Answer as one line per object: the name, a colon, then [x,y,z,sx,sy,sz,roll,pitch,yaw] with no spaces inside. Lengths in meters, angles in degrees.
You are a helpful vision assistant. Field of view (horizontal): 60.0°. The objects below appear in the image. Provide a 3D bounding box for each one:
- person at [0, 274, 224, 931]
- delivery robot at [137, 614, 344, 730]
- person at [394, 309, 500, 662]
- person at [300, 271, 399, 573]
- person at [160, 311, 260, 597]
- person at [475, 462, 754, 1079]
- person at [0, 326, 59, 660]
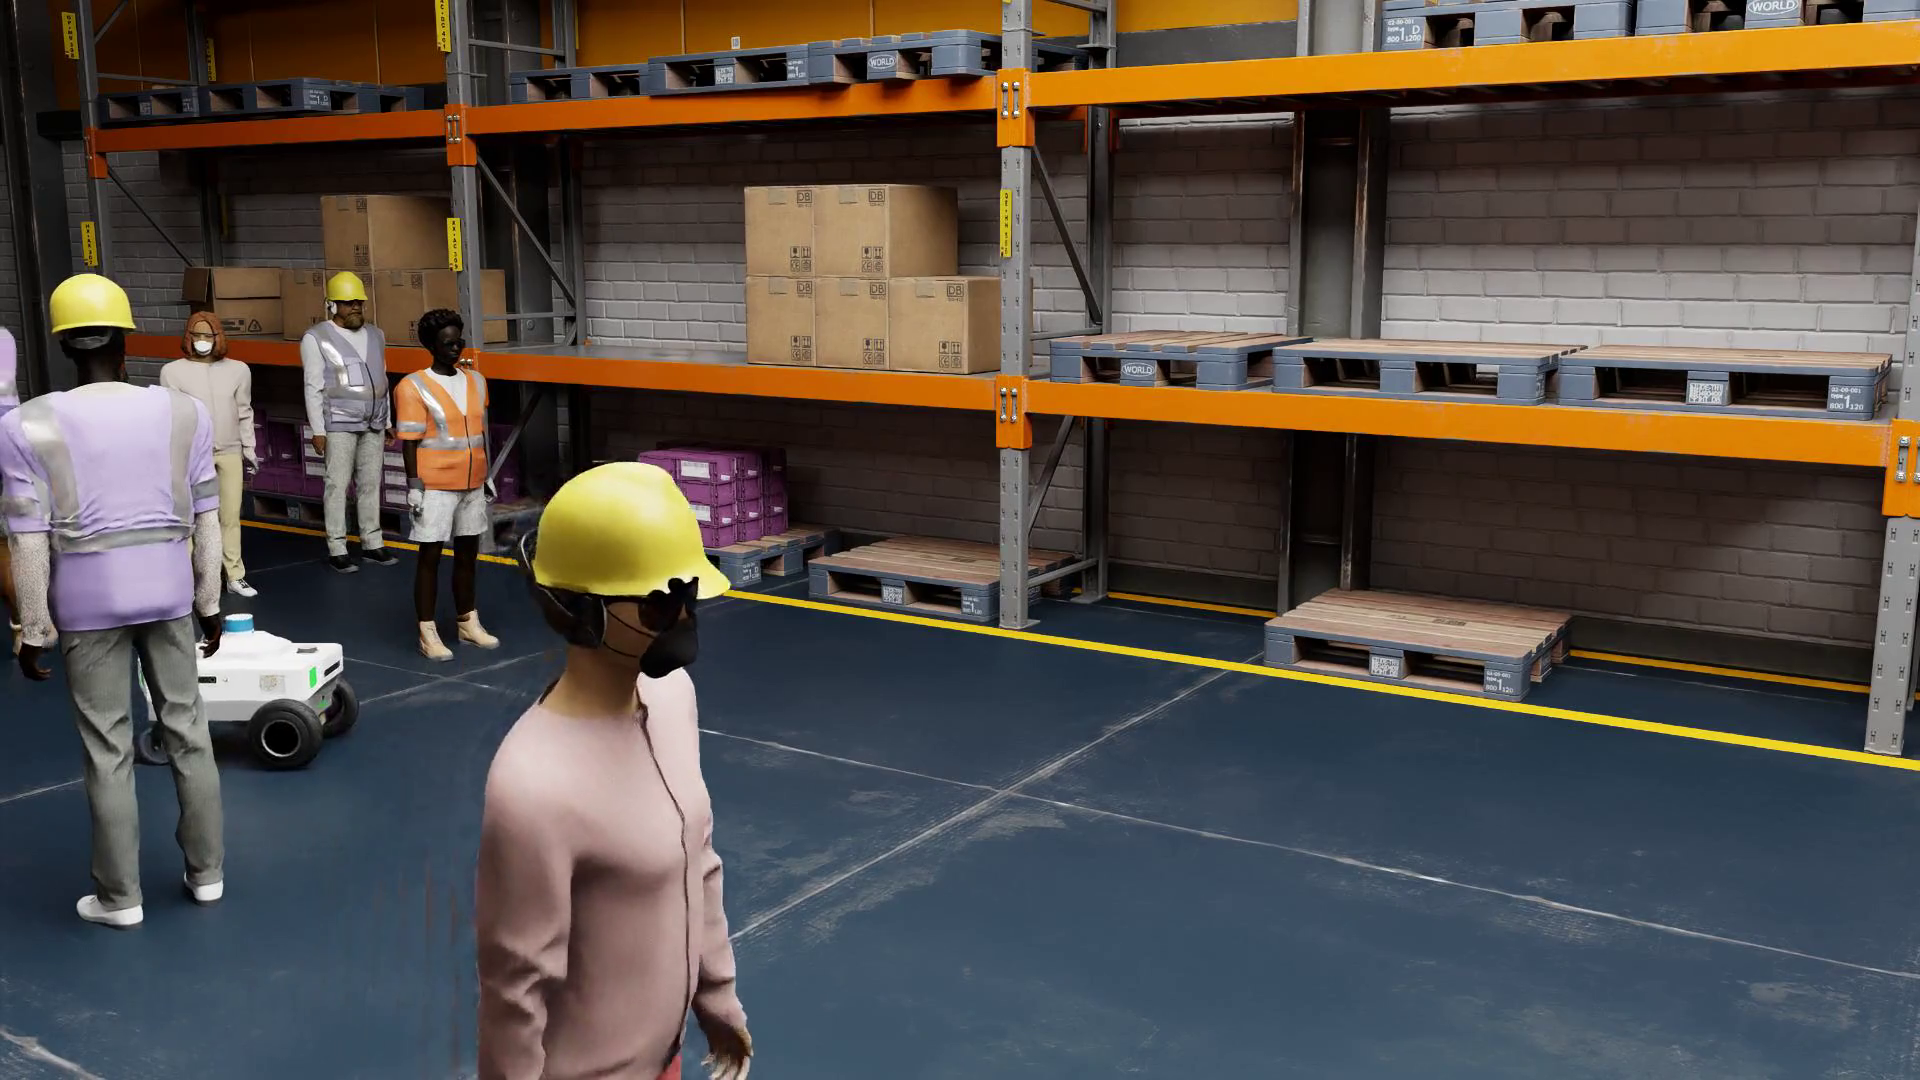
person: [-2.478,0.189,4.906,0.589,1.924,0.384,-10,14,-43]
delivery robot: [-2.815,0.534,6.522,0.707,0.478,0.477,0,10,-1]
person: [-2.478,-0.271,8.084,0.316,1.695,0.542,6,12,32]
person: [-3.719,-0.723,10.211,0.404,1.830,0.603,6,12,32]
person: [-4.194,-0.464,9.335,0.501,1.632,0.286,-10,14,-43]
person: [-0.571,0.738,2.382,0.769,1.737,0.522,2,10,8]
person: [-4.612,-0.352,7.710,0.643,1.983,0.997,-1,10,-7]
